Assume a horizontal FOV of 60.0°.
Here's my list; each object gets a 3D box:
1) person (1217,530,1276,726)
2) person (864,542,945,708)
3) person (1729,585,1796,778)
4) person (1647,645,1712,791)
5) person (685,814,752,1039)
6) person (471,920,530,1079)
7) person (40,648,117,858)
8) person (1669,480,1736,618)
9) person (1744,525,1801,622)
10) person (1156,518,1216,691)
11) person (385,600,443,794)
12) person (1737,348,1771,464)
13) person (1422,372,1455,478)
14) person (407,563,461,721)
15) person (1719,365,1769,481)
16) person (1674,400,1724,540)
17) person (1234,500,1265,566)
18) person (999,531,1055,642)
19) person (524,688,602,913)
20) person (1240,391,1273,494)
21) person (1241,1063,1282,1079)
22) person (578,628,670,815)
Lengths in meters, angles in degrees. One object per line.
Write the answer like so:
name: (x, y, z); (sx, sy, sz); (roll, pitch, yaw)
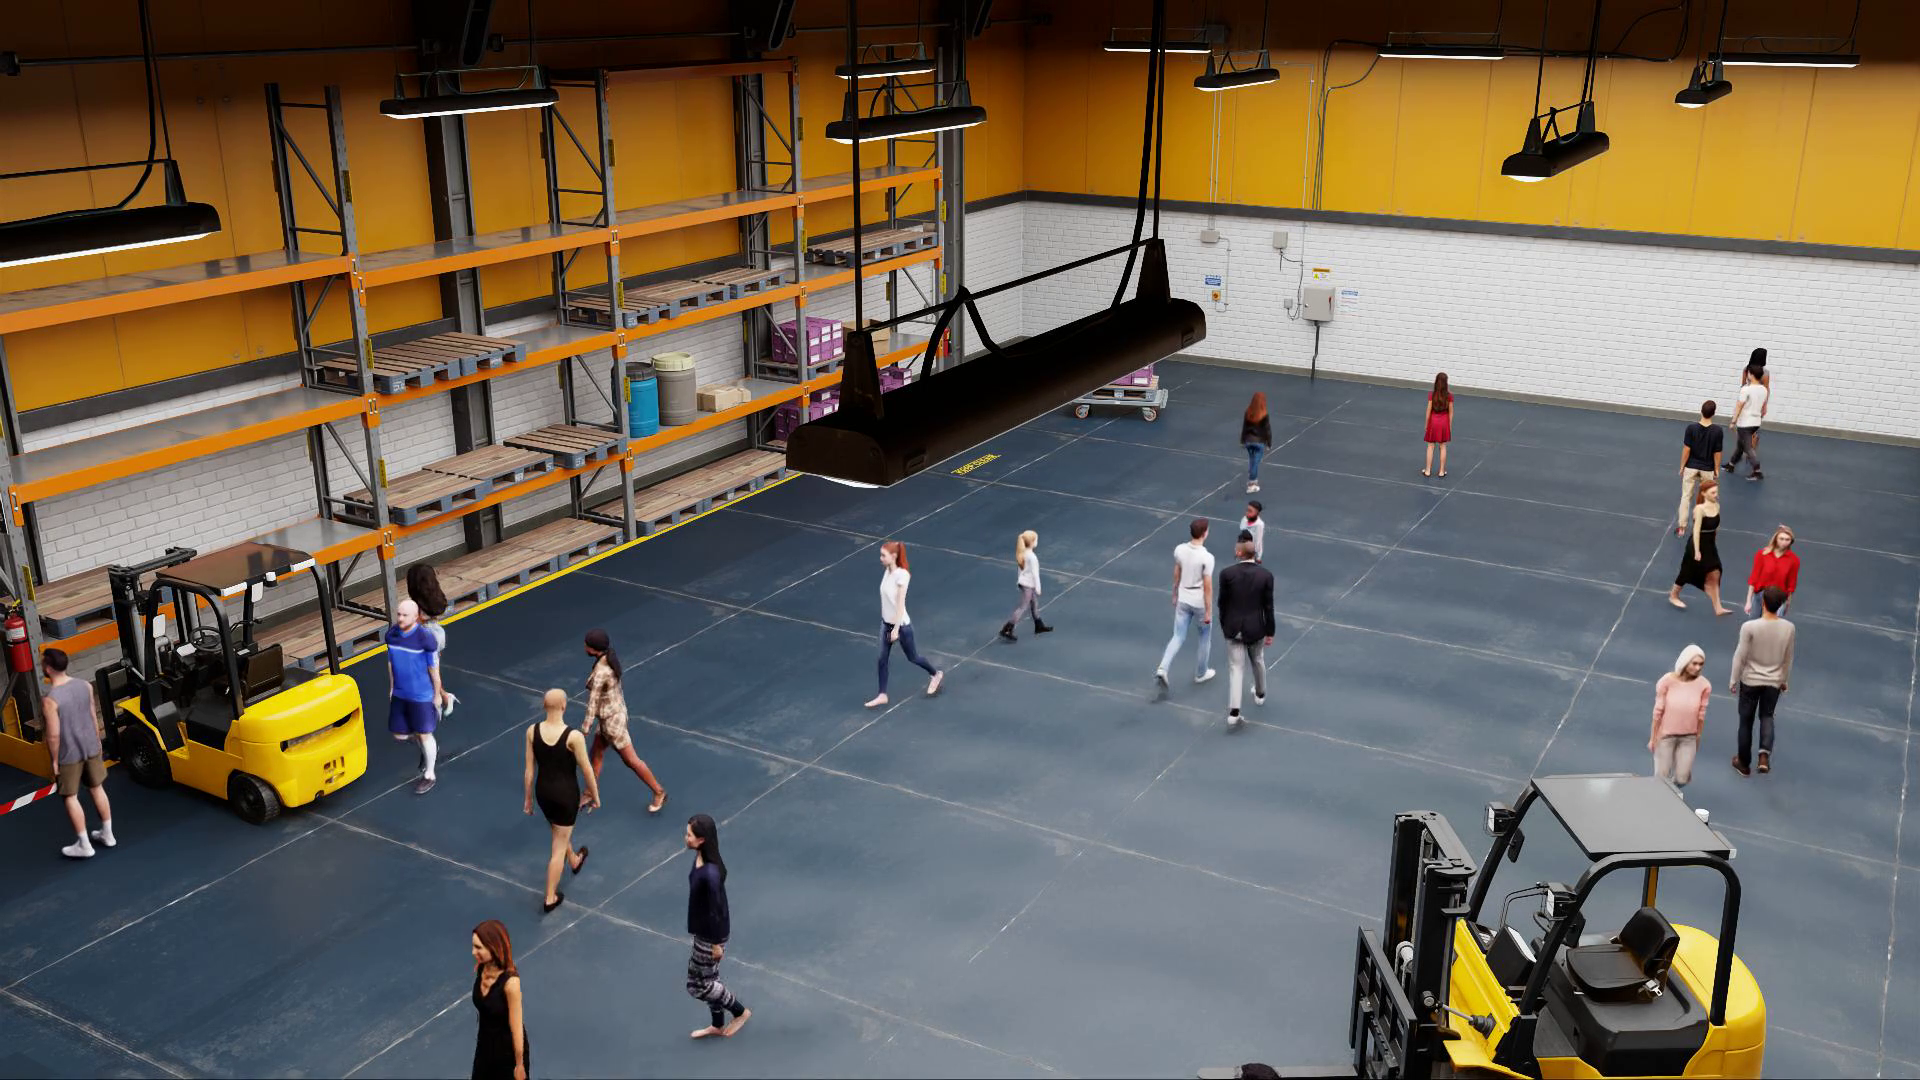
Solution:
person: (2.764, 0.891, 16.315); (1.037, 1.913, 1.284); (4, 19, 11)
person: (-0.540, 0.848, 16.775); (1.206, 1.701, 0.925); (-13, 22, -33)
person: (7.302, 1.328, 15.098); (0.828, 1.863, 0.897); (2, 19, 5)
person: (6.154, 1.659, 14.348); (0.722, 1.713, 0.782); (4, 19, 11)
person: (-1.640, 2.649, 11.393); (0.824, 1.723, 0.762); (-4, 19, -12)
person: (-2.654, 3.081, 9.960); (0.650, 1.819, 0.870); (15, 24, 37)
person: (-7.346, 1.751, 13.836); (0.700, 1.840, 0.511); (9, 21, 25)
person: (8.495, 0.084, 19.232); (1.083, 1.581, 1.037); (-9, 21, -25)
person: (8.465, 0.636, 17.440); (0.666, 1.679, 1.093); (9, 21, 24)
person: (2.332, 0.689, 17.056); (0.803, 1.823, 1.177); (16, 24, 39)
person: (-4.882, 1.366, 15.038); (0.769, 1.828, 0.835); (6, 19, 16)
person: (12.030, -2.040, 25.228); (0.657, 1.781, 0.660); (-12, 22, -32)
person: (7.081, -1.715, 24.618); (0.626, 1.552, 0.685); (4, 19, 11)
person: (-5.156, 1.033, 16.390); (0.779, 1.596, 0.728); (1, 19, 4)
person: (11.595, -1.692, 24.338); (1.108, 1.688, 1.055); (-9, 21, -25)
person: (9.693, -0.924, 21.790); (0.666, 1.859, 0.577); (7, 20, 19)
person: (3.461, 0.122, 19.650); (0.914, 1.243, 0.742); (-10, 21, -28)
person: (0.688, 0.517, 18.447); (0.947, 1.261, 0.856); (-6, 20, -18)
person: (-3.197, 2.072, 13.023); (0.861, 1.777, 1.123); (5, 19, 15)
person: (4.191, -1.388, 23.783); (0.640, 1.467, 0.730); (14, 23, 36)
person: (1.666, 3.533, 9.490); (0.638, 1.262, 0.564); (-1, 19, -3)
person: (-2.923, 1.623, 14.416); (1.024, 1.738, 1.122); (0, 19, -1)
